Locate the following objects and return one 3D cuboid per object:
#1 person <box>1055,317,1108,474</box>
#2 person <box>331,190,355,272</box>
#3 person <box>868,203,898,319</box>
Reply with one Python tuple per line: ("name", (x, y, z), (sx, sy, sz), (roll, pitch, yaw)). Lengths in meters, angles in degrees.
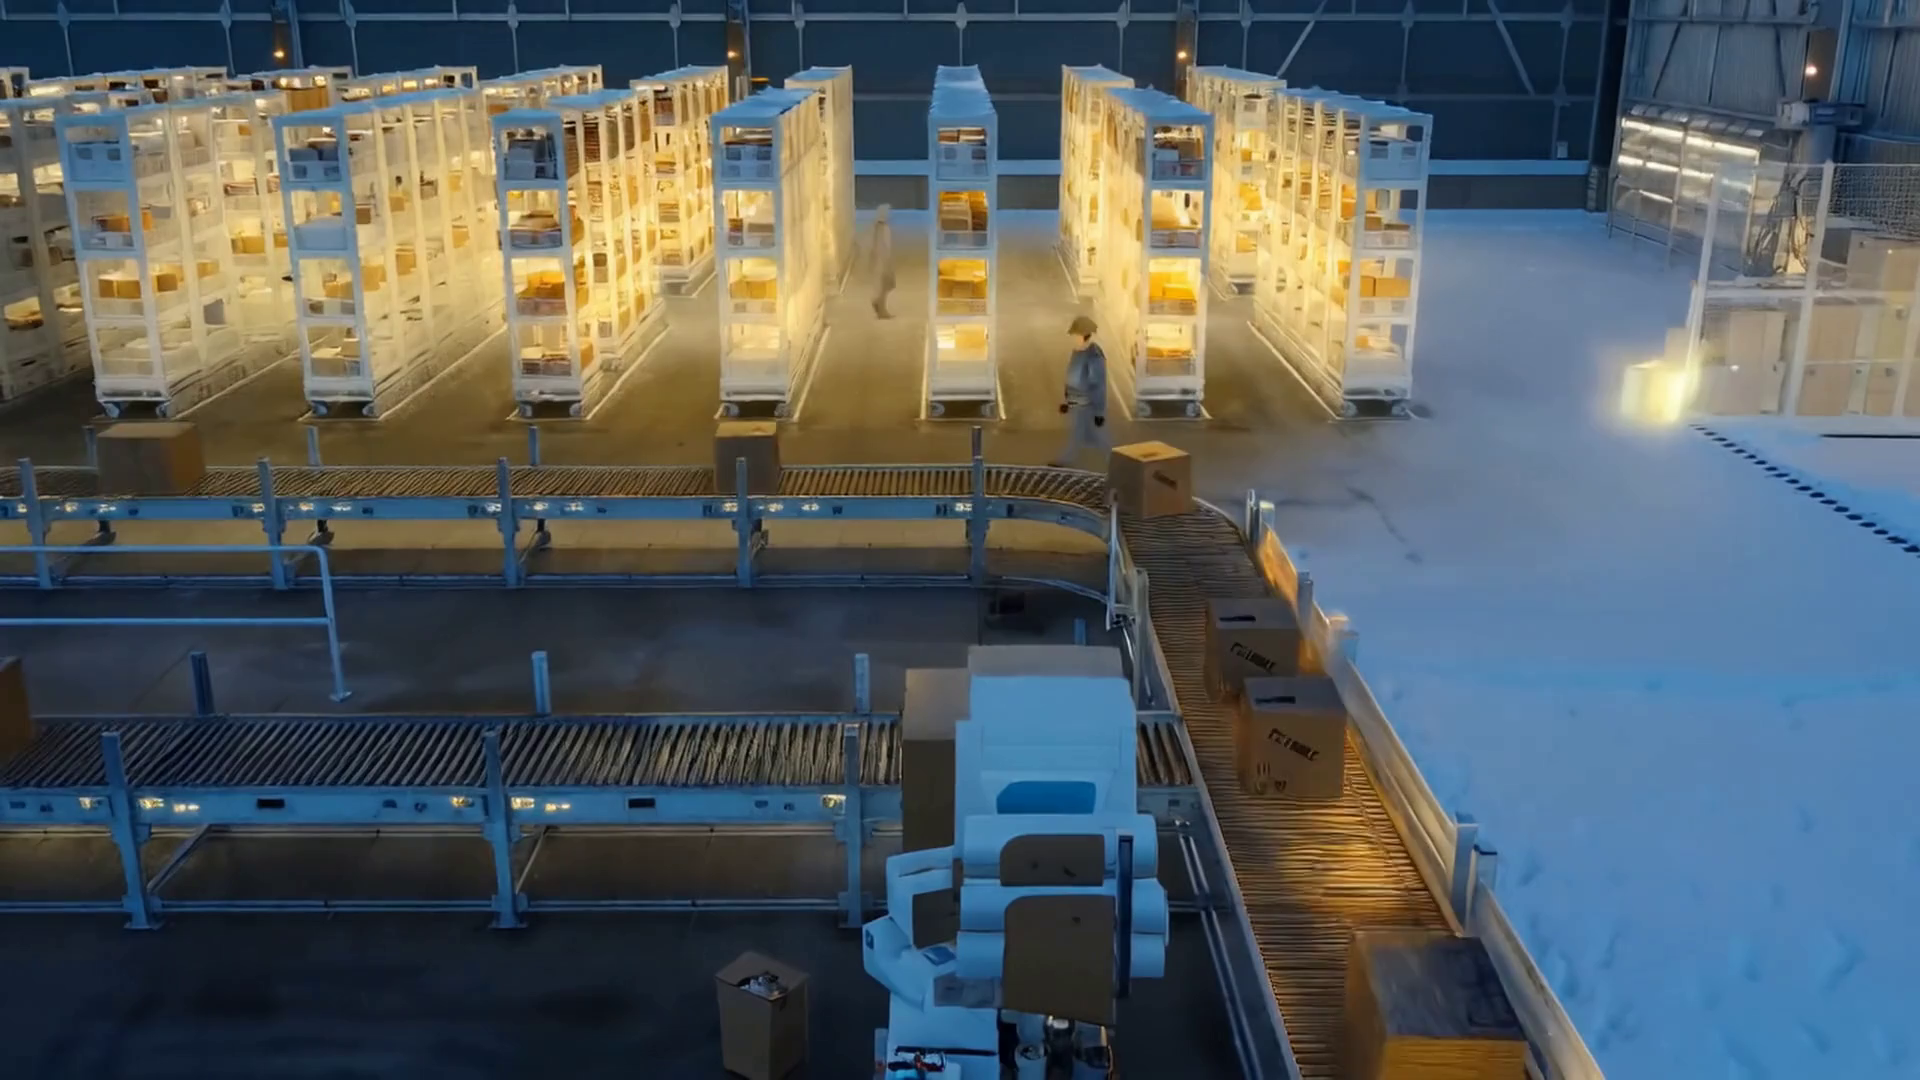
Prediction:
("person", (1.193, -1.401, 17.063), (0.929, 1.779, 0.624), (-5, 19, -14))
("person", (-9.934, -4.670, 26.913), (0.621, 1.935, 1.045), (-15, 23, -38))
("person", (-1.210, -4.399, 26.225), (0.452, 1.829, 0.597), (2, 18, 8))
